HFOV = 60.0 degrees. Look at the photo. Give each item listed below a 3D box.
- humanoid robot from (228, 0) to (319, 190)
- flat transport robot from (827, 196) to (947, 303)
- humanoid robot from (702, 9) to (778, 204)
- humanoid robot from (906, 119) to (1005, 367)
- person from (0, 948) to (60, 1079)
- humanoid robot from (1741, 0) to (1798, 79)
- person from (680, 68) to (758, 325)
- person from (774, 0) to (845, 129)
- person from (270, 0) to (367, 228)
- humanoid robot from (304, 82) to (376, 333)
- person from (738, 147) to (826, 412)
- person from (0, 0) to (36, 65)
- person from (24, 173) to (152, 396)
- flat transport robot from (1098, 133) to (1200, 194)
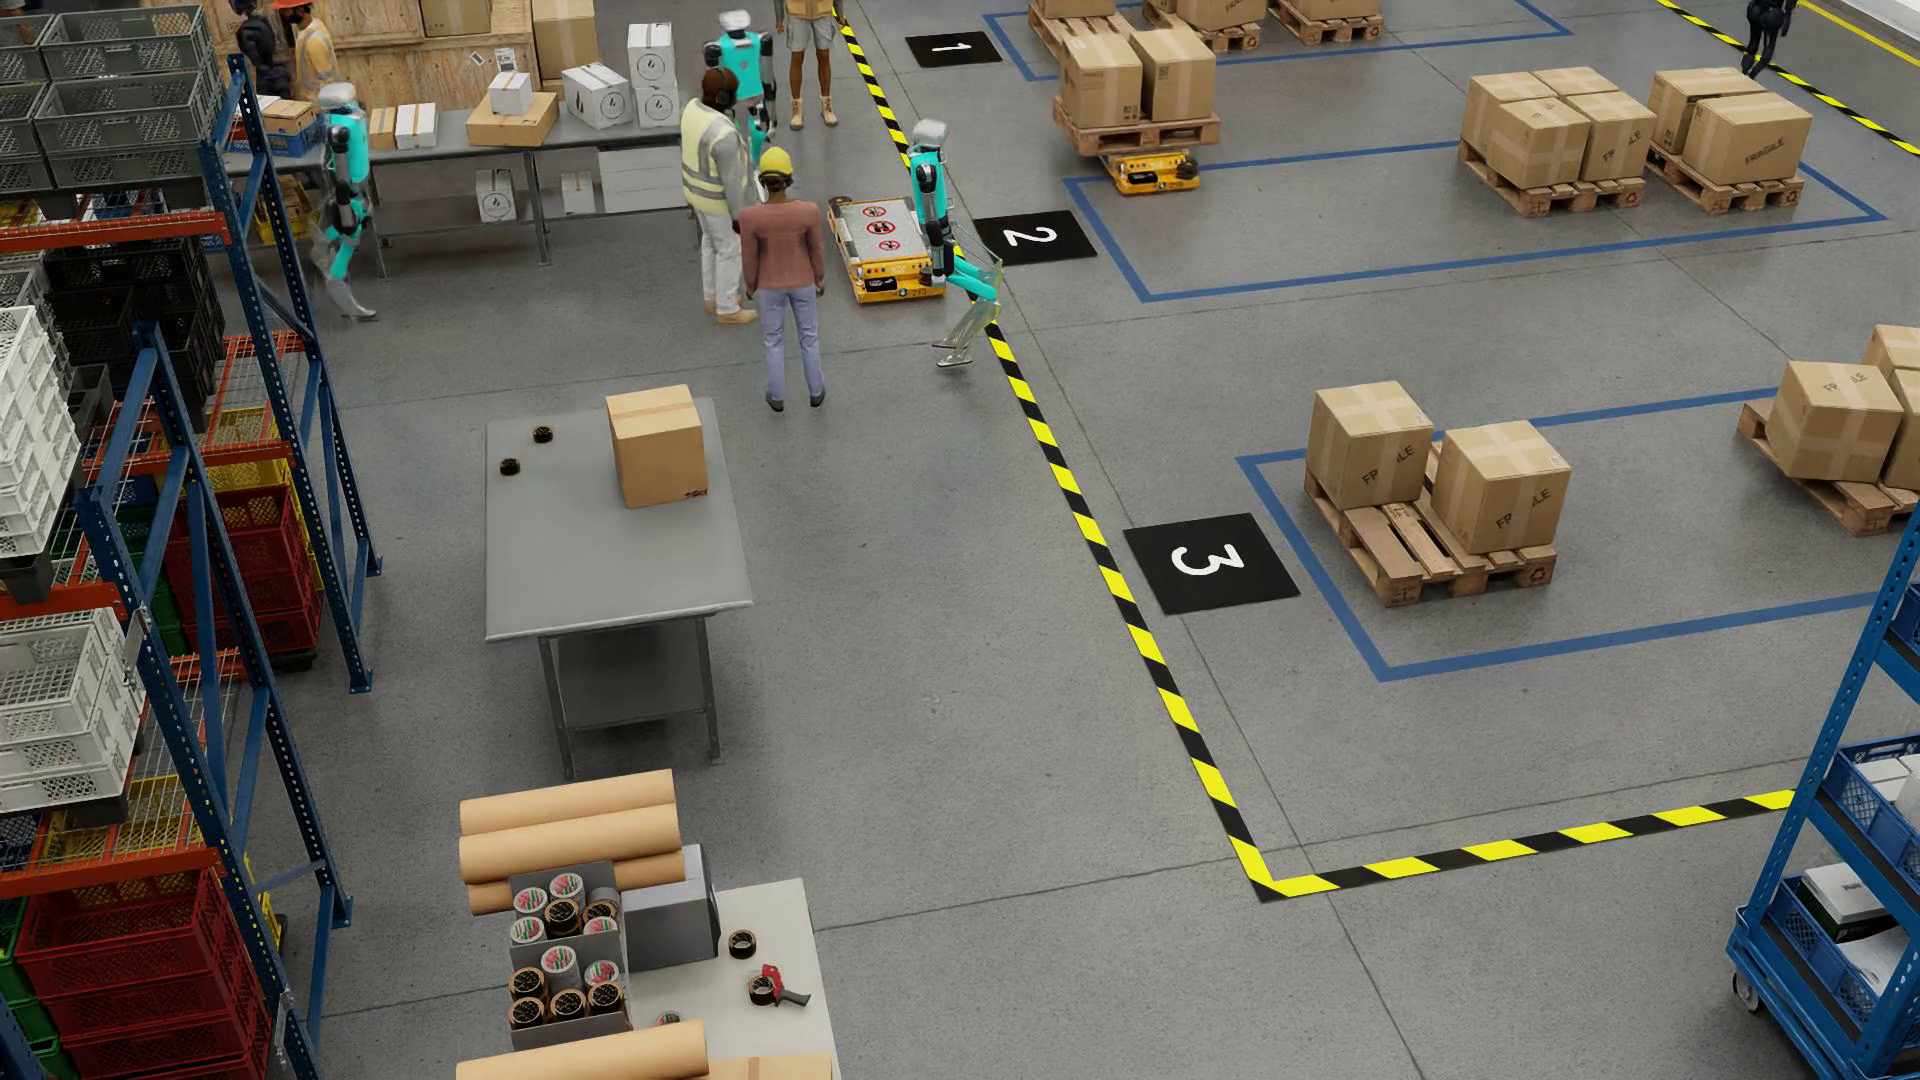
[{"bbox_3d":[-5.501,-3.534,13.132,0.598,1.643,0.611,-6,37,-9],"label":"humanoid robot"},{"bbox_3d":[-0.570,-2.220,12.538,0.659,0.231,1.431,-8,37,-10],"label":"flat transport robot"},{"bbox_3d":[-1.742,-3.263,12.753,0.550,1.788,0.935,-16,39,-20],"label":"humanoid robot"},{"bbox_3d":[0.032,-1.915,10.784,0.735,1.677,0.533,-2,37,-2],"label":"humanoid robot"},{"bbox_3d":[-3.172,1.969,5.710,0.802,1.689,0.538,-15,39,-20],"label":"person"},{"bbox_3d":[7.160,-4.740,14.750,0.436,1.646,0.597,-4,37,-5],"label":"humanoid robot"},{"bbox_3d":[-1.650,-2.330,11.385,0.433,1.821,0.642,-20,41,-25],"label":"person"},{"bbox_3d":[-1.270,-4.490,14.110,0.610,2.033,0.397,-7,37,-10],"label":"person"},{"bbox_3d":[-4.820,-3.271,12.555,0.376,1.932,0.550,-14,39,-18],"label":"person"},{"bbox_3d":[-4.284,-2.190,11.353,0.754,1.883,0.541,-1,37,-1],"label":"humanoid robot"},{"bbox_3d":[-1.104,-1.623,10.487,0.524,1.759,0.325,-6,37,-8],"label":"person"},{"bbox_3d":[-8.756,-5.107,14.935,0.610,2.039,0.389,-29,45,-33],"label":"person"},{"bbox_3d":[-5.375,-1.565,10.280,0.396,1.915,0.587,-6,37,-9],"label":"person"},{"bbox_3d":[1.479,-3.319,13.991,0.652,0.197,1.431,-8,37,-10],"label":"flat transport robot"}]
